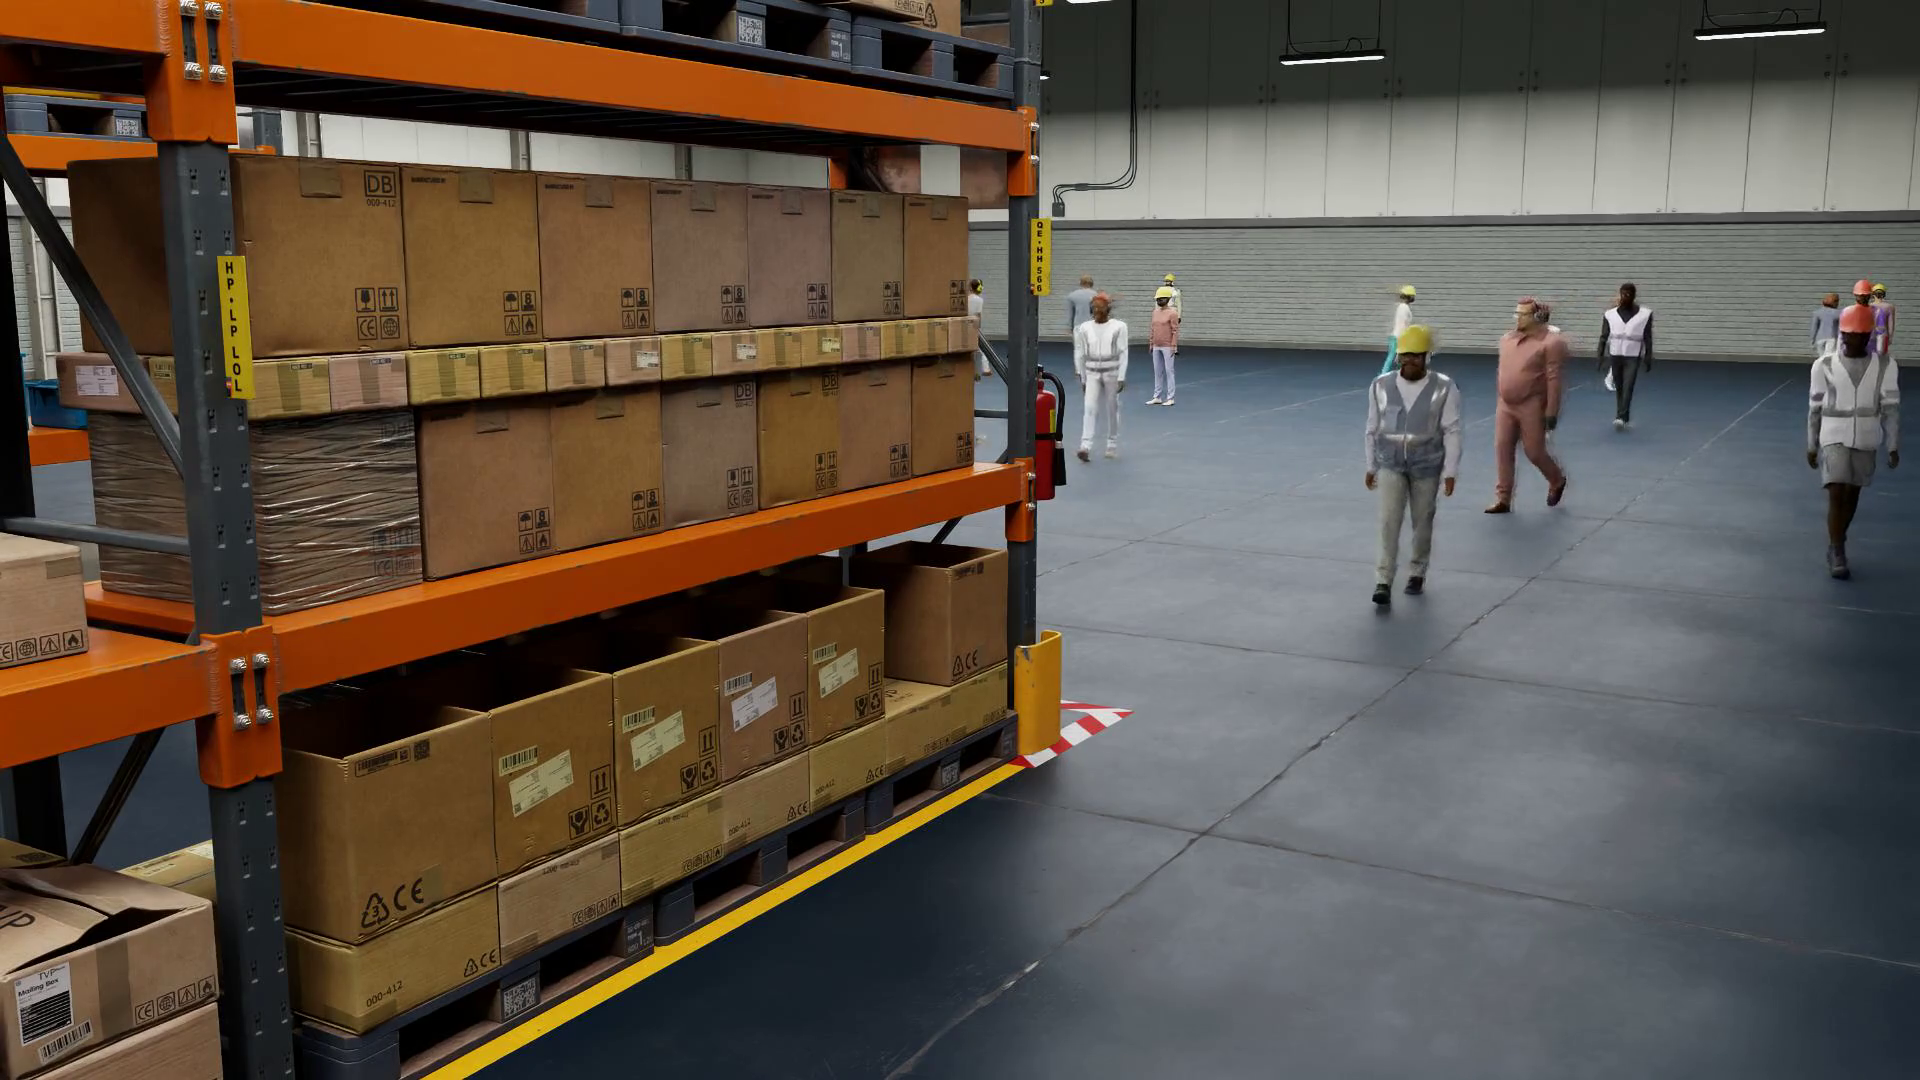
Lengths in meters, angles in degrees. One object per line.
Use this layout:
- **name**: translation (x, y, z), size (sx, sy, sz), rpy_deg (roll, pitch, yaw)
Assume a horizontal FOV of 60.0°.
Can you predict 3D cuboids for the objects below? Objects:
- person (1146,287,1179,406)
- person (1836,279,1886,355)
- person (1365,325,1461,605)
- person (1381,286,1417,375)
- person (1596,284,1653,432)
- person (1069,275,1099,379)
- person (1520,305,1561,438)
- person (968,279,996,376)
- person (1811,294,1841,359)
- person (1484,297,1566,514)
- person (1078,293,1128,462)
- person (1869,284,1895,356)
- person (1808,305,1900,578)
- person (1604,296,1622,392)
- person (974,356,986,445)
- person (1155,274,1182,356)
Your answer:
- **person**: translation (3.030, -2.888, 24.855), size (0.314, 1.768, 0.527), rpy_deg (-8, 13, -40)
- **person**: translation (11.872, -2.470, 21.948), size (0.570, 1.920, 0.478), rpy_deg (5, 11, 29)
- **person**: translation (2.896, -0.481, 10.705), size (0.619, 1.780, 0.917), rpy_deg (4, 11, 23)
- **person**: translation (7.623, -3.467, 28.398), size (0.914, 1.715, 0.530), rpy_deg (1, 10, 3)
- **person**: translation (8.445, -2.317, 21.205), size (0.622, 1.861, 1.007), rpy_deg (7, 12, 35)
- **person**: translation (2.298, -3.898, 30.422), size (0.633, 1.885, 1.025), rpy_deg (2, 10, 12)
- **person**: translation (7.107, -2.070, 20.446), size (0.520, 1.635, 0.311), rpy_deg (5, 11, 26)
- **person**: translation (0.230, -3.897, 30.601), size (0.962, 1.827, 0.516), rpy_deg (-9, 13, -42)
- **person**: translation (14.985, -3.462, 28.762), size (0.490, 1.580, 0.901), rpy_deg (8, 13, 40)
- **person**: translation (4.953, -1.172, 14.469), size (0.787, 1.884, 0.650), rpy_deg (-7, 12, -34)
- **person**: translation (1.542, -1.763, 18.119), size (0.579, 1.819, 1.029), rpy_deg (3, 10, 18)
- **person**: translation (15.283, -3.381, 27.763), size (0.524, 1.760, 0.326), rpy_deg (3, 10, 20)
- **person**: translation (6.286, -0.706, 11.730), size (0.565, 1.888, 0.996), rpy_deg (3, 10, 18)
- **person**: translation (10.774, -3.195, 27.057), size (0.534, 1.622, 0.373), rpy_deg (-5, 11, -28)
- **person**: translation (-0.020, -1.970, 18.929), size (0.972, 1.950, 0.622), rpy_deg (-5, 11, -29)
- **person**: translation (4.649, -4.994, 37.011), size (0.590, 1.826, 0.404), rpy_deg (4, 11, 25)
